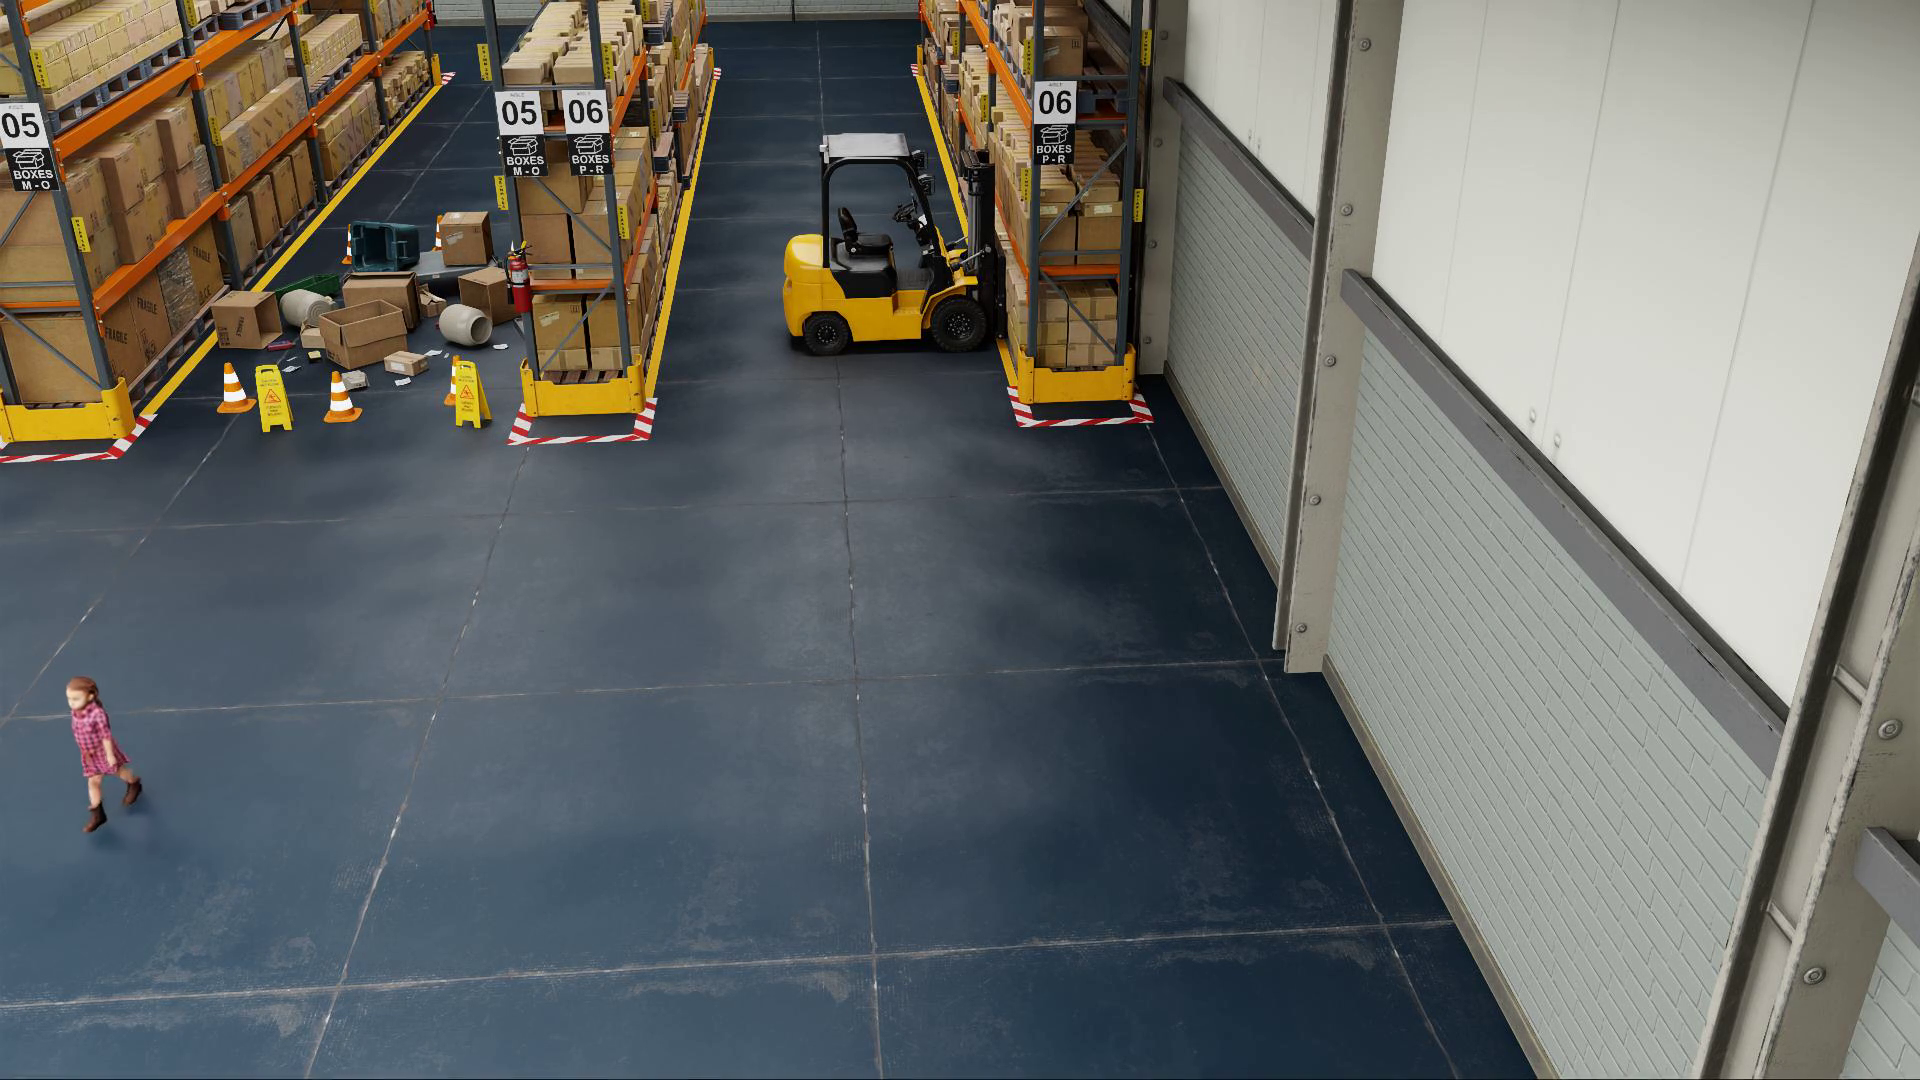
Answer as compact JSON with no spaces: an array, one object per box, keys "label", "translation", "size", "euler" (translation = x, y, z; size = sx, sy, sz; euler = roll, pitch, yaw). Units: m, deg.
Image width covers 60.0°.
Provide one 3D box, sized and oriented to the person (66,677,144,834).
[{"label":"person","translation":[-5.432,1.301,10.561],"size":[0.575,1.008,0.776],"euler":[7,28,13]}]
